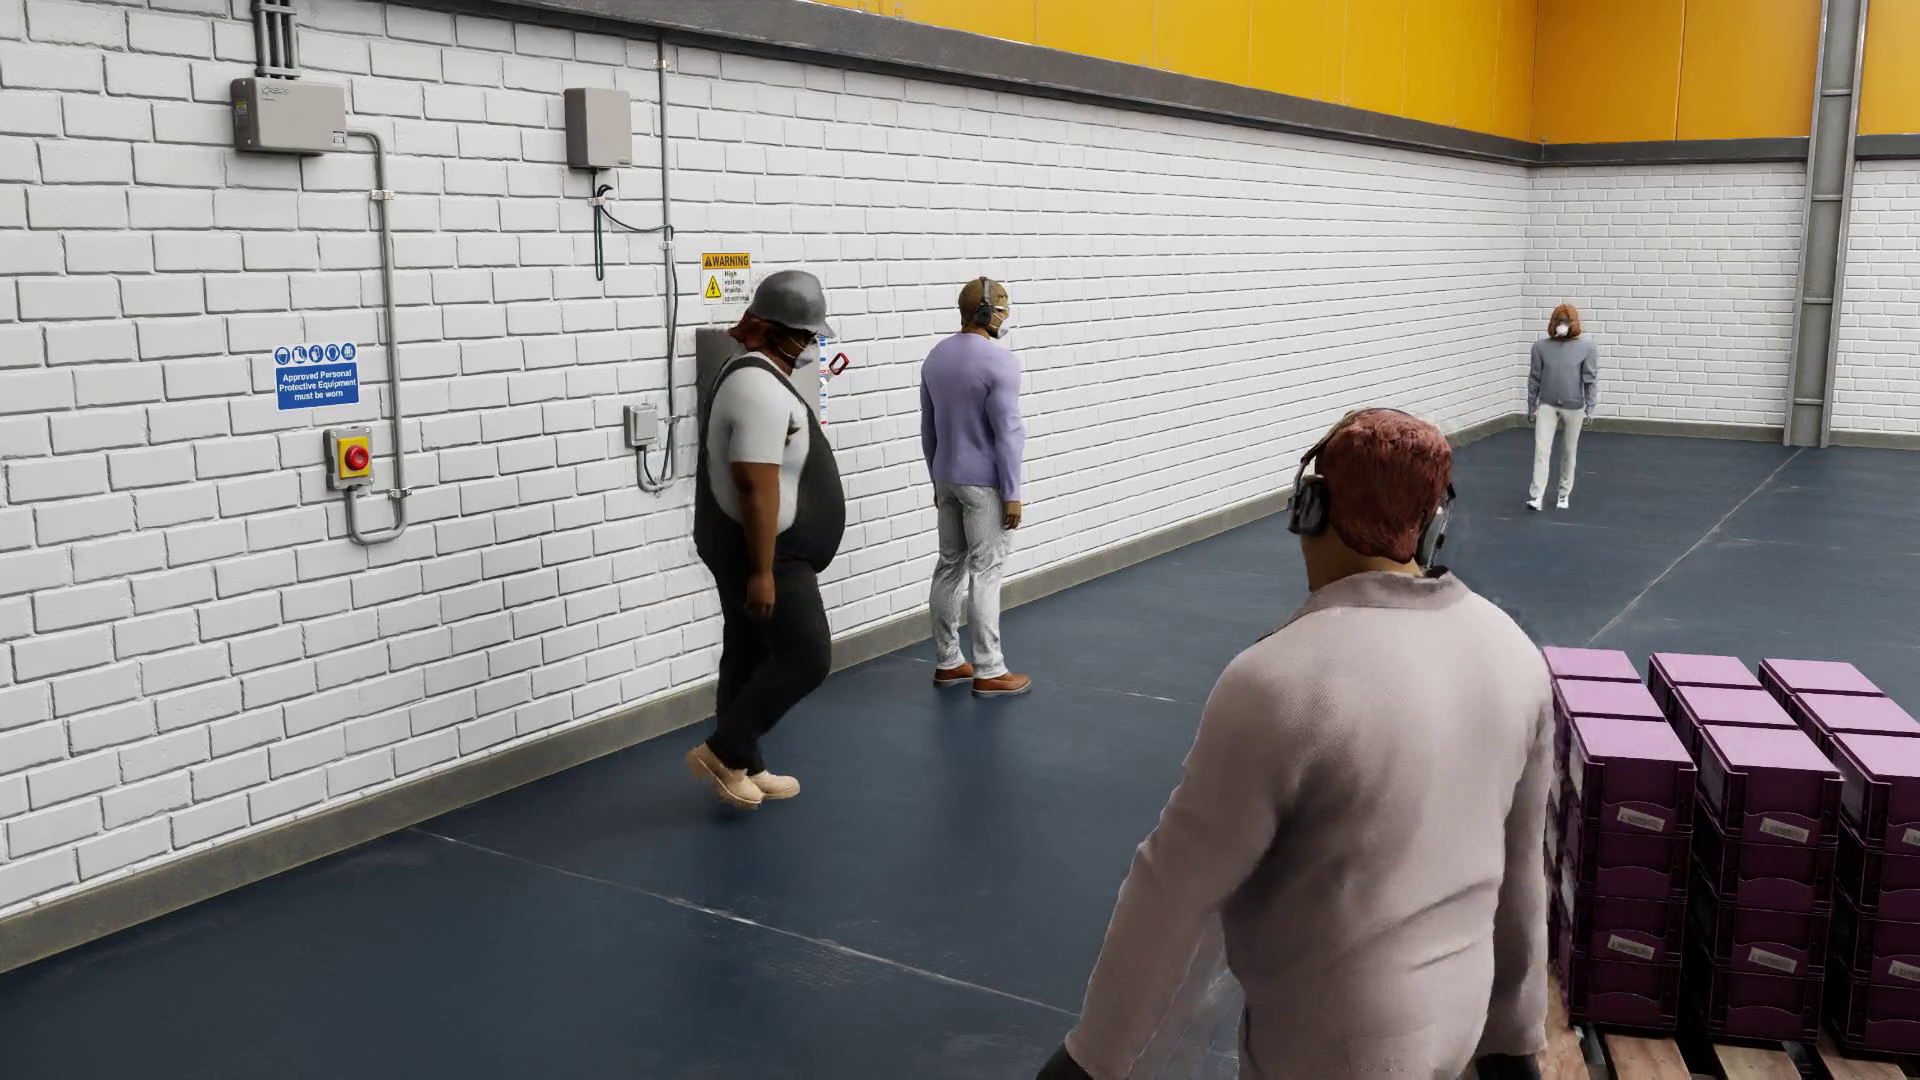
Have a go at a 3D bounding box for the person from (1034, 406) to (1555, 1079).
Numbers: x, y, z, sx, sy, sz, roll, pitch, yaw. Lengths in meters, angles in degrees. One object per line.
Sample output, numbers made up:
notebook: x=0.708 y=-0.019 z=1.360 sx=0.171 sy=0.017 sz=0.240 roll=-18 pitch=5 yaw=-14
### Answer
person: x=0.500 y=0.733 z=2.522 sx=0.741 sy=1.845 sz=0.986 roll=-10 pitch=14 yaw=-43

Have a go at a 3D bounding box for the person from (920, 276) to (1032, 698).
person: x=0.067 y=-0.243 z=7.709 sx=0.371 sy=1.935 sz=0.629 roll=-8 pitch=13 yaw=-38

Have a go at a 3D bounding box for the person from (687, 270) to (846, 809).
person: x=-0.682 y=0.013 z=5.996 sx=0.538 sy=2.000 sz=0.797 roll=-2 pitch=10 yaw=-13

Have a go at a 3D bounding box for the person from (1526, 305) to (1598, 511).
person: x=4.623 y=-1.002 z=12.830 sx=0.521 sy=1.594 sz=0.819 roll=5 pitch=12 yaw=27
